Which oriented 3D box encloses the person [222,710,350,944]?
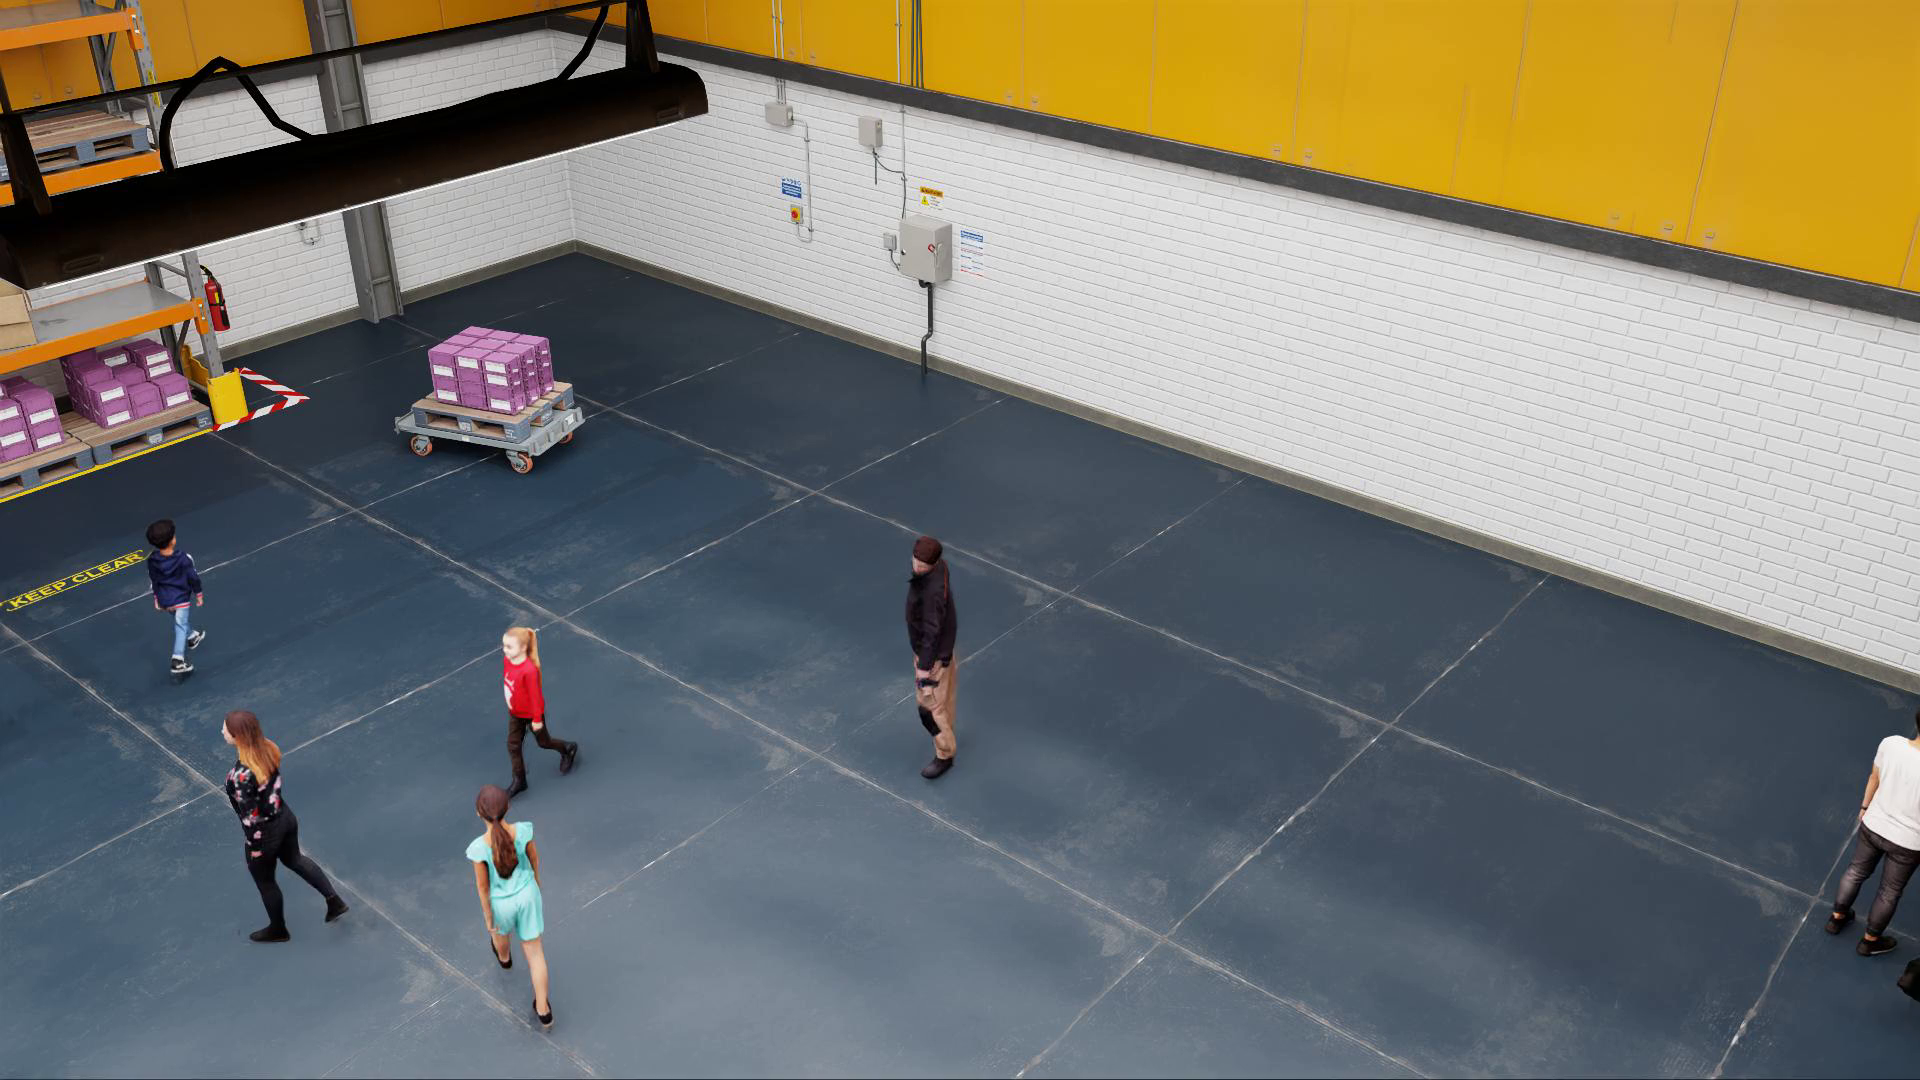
[{"bbox_3d":[-4.105,1.704,9.990,0.874,1.691,0.856,3,29,5],"label":"person"}]

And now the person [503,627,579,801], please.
[{"bbox_3d":[-2.933,1.153,11.444,0.533,1.265,0.878,19,34,31],"label":"person"}]

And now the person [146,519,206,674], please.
[{"bbox_3d":[-6.068,0.455,12.800,0.831,1.192,0.944,2,29,3],"label":"person"}]

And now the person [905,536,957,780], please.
[{"bbox_3d":[-0.152,0.722,11.580,0.978,1.892,0.867,6,29,12],"label":"person"}]

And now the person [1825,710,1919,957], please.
[{"bbox_3d":[5.589,1.712,9.951,0.678,1.713,0.706,-14,32,-25],"label":"person"}]

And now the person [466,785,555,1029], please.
[{"bbox_3d":[-2.515,2.100,9.449,1.052,1.514,0.884,-14,32,-24],"label":"person"}]
